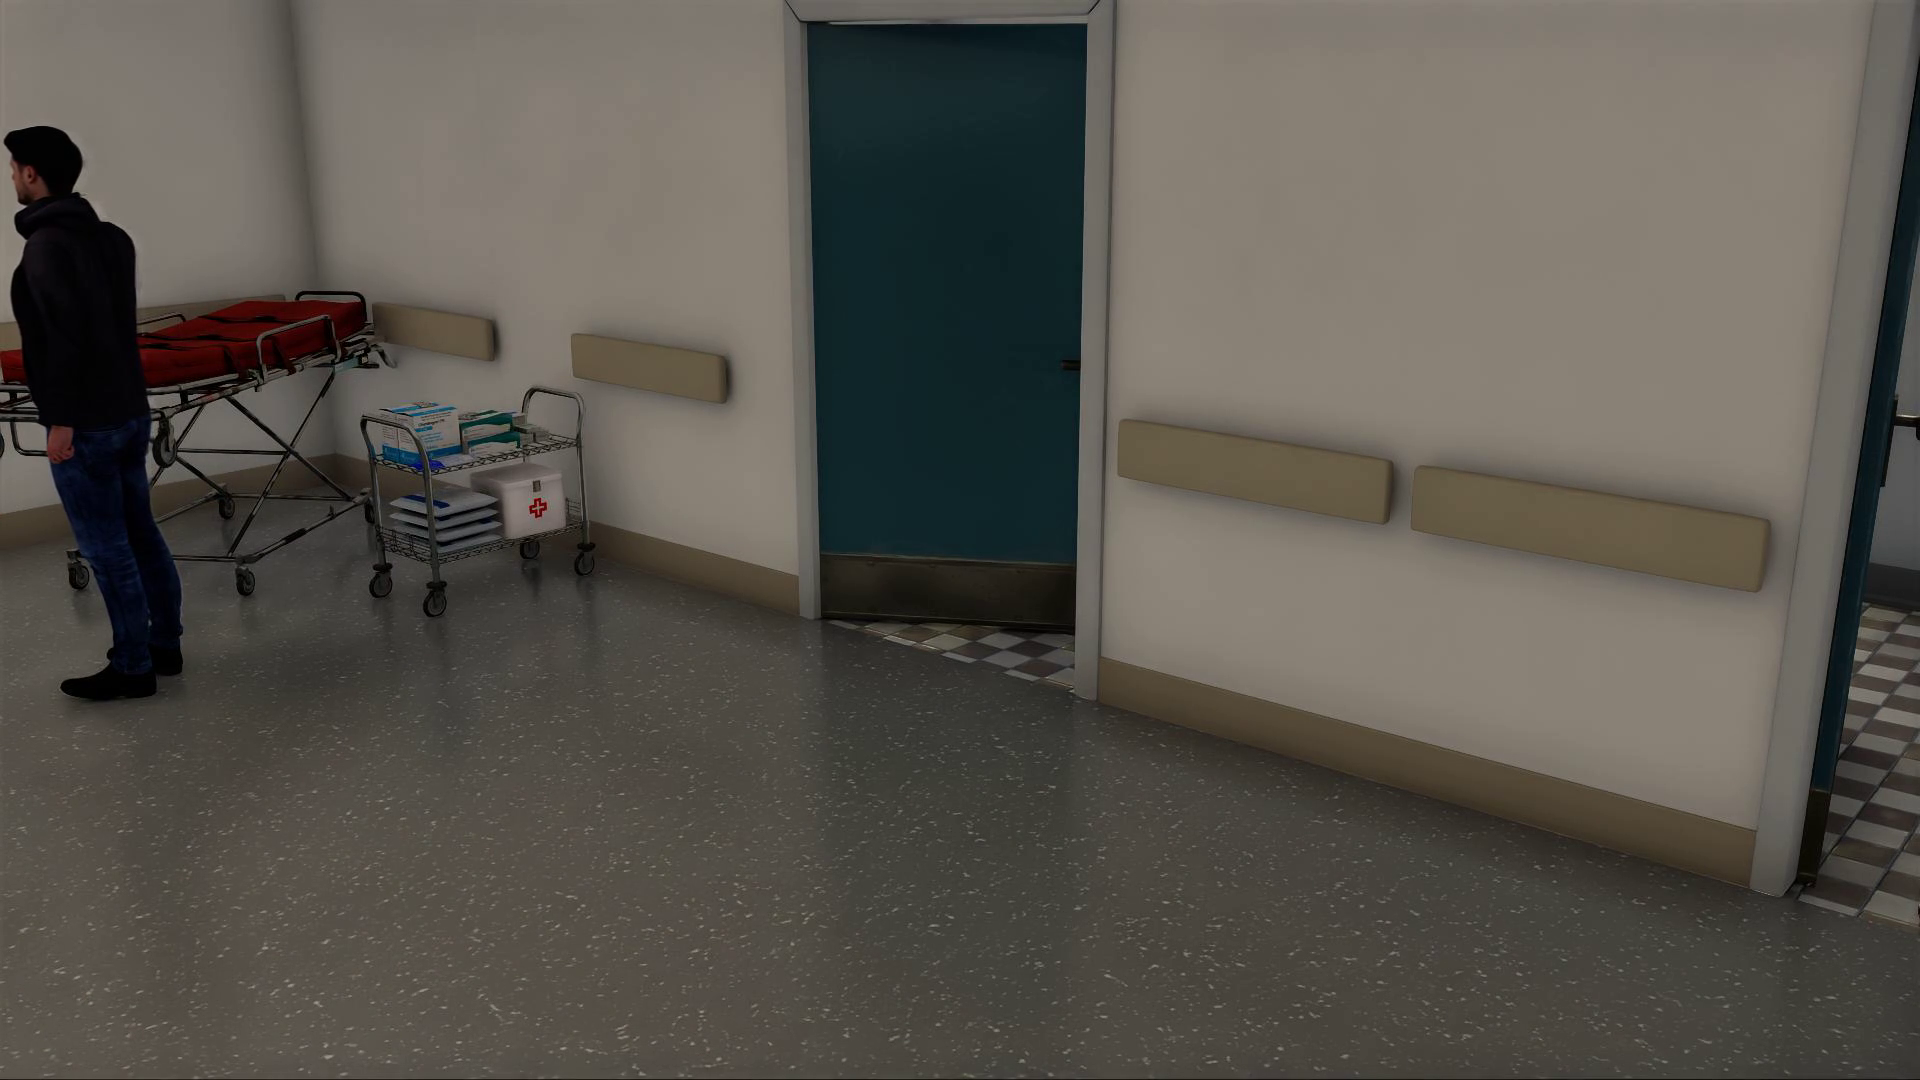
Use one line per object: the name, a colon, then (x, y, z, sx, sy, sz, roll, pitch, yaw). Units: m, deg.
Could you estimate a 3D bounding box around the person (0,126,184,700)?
person: (-2.865, -0.410, 5.524, 0.796, 1.892, 0.758, 0, 16, 0)
